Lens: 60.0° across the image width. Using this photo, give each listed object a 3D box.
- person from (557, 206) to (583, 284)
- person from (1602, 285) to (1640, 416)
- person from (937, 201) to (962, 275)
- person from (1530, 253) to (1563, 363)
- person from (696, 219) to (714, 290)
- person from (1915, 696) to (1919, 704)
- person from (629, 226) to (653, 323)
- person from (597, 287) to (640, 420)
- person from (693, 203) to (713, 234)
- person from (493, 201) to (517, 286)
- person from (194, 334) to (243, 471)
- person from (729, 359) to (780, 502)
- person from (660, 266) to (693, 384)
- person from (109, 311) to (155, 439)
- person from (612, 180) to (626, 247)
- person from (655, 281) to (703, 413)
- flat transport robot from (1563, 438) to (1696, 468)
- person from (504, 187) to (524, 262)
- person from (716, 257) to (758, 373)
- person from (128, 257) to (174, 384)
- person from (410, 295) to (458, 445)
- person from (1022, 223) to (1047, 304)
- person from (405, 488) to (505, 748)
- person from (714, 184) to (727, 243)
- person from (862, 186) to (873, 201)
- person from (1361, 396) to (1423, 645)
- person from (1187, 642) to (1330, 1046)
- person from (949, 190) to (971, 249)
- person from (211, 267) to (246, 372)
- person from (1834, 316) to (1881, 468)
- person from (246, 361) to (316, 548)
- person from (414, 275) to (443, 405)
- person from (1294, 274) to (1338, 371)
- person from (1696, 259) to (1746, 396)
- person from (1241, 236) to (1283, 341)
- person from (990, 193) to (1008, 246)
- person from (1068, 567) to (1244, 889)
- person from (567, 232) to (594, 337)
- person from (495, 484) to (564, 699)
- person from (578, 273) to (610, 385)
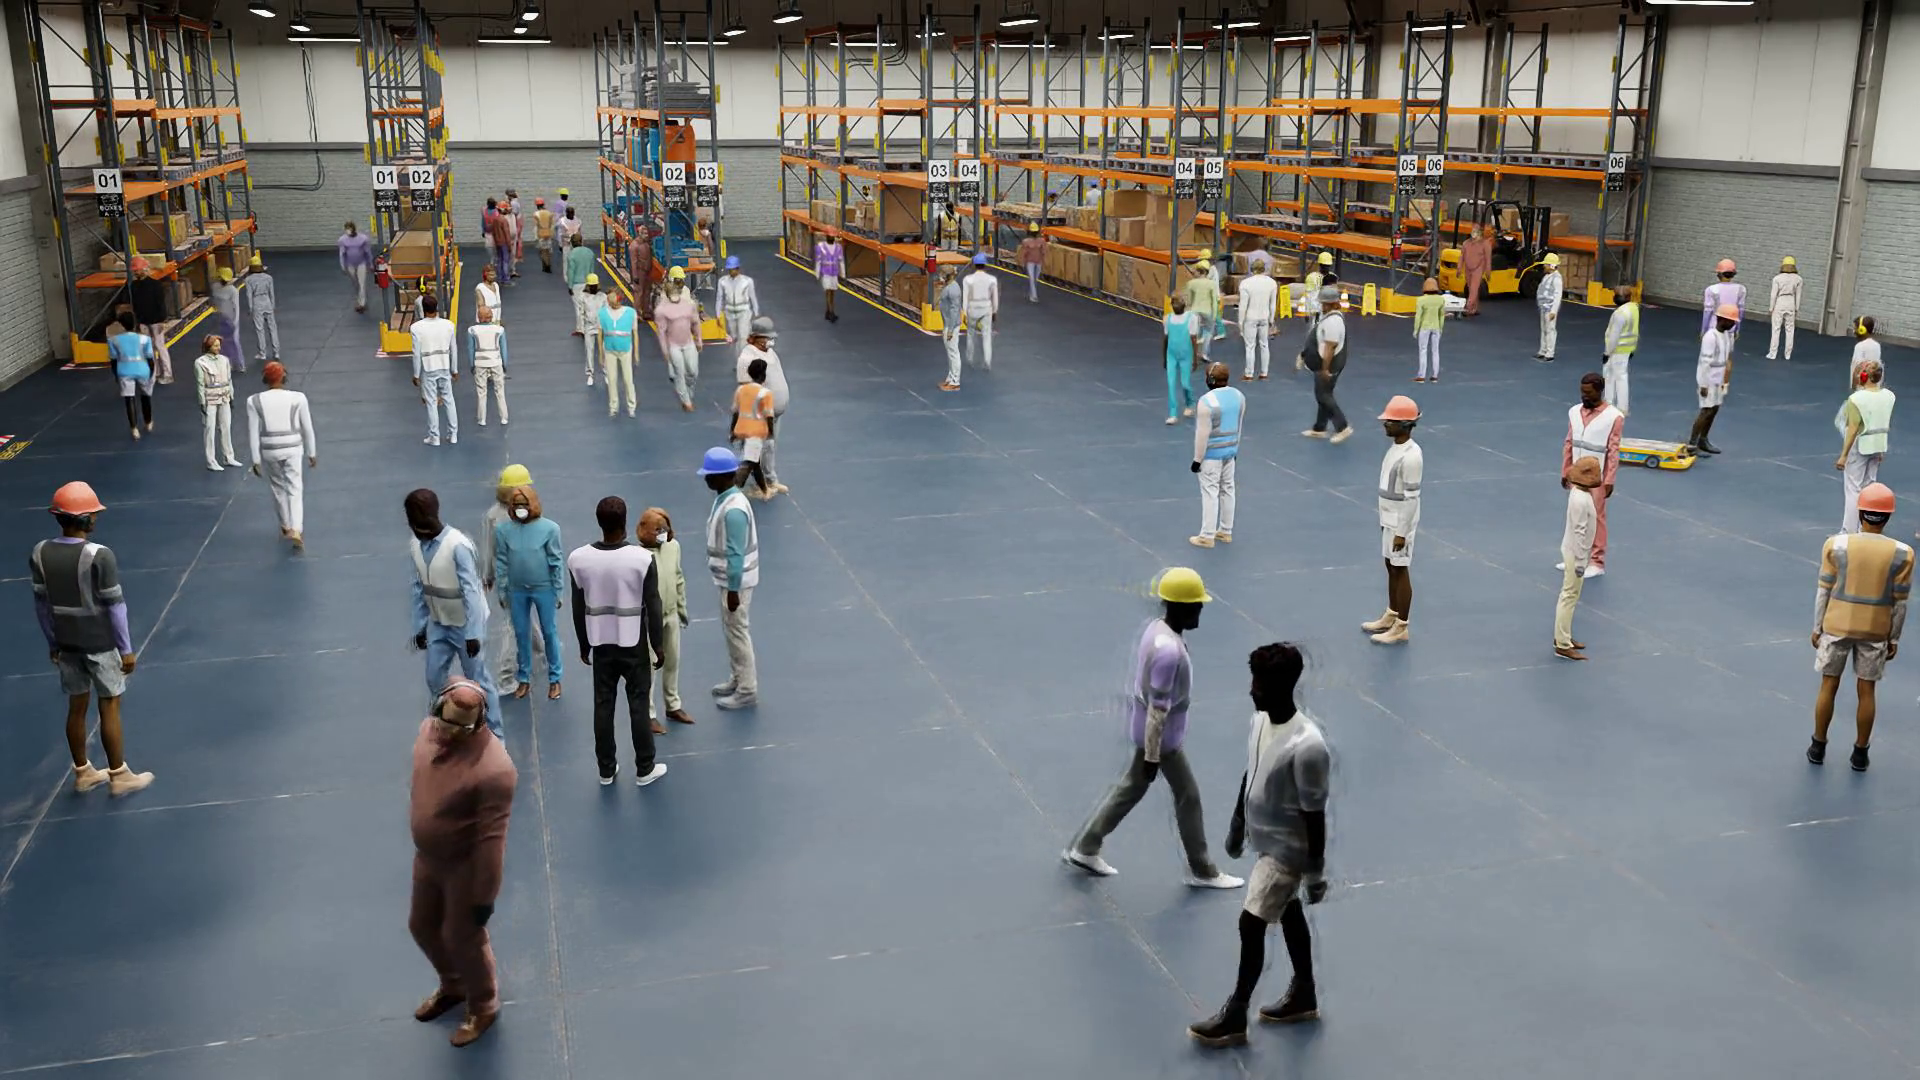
[{"bbox_3d":[-9.345,-7.089,40.000,0.634,1.839,0.429,-9,18,-32],"label":"person"},{"bbox_3d":[9.172,-2.667,23.370,0.675,1.822,0.643,11,18,35],"label":"person"},{"bbox_3d":[-0.262,-7.623,42.003,0.627,1.844,0.429,-1,15,-5],"label":"person"},{"bbox_3d":[9.920,-3.910,28.048,0.404,1.834,0.591,0,15,1],"label":"person"},{"bbox_3d":[-5.983,-6.633,38.666,0.516,1.640,0.314,6,16,20],"label":"person"},{"bbox_3d":[7.383,0.352,11.854,0.812,1.919,0.584,9,17,31],"label":"person"},{"bbox_3d":[-6.304,-5.277,33.080,0.400,1.900,0.647,5,16,18],"label":"person"},{"bbox_3d":[-4.737,-2.583,23.093,0.600,1.834,0.460,1,15,4],"label":"person"},{"bbox_3d":[-7.039,-8.601,45.552,0.598,1.906,0.445,9,17,29],"label":"person"},{"bbox_3d":[-10.819,-7.024,39.460,0.396,1.990,0.621,-14,20,-42],"label":"person"},{"bbox_3d":[-8.913,-1.648,19.927,0.313,1.634,0.514,6,16,22],"label":"person"},{"bbox_3d":[-2.238,-1.130,17.942,0.567,1.649,0.906,13,19,40],"label":"person"},{"bbox_3d":[-4.391,-3.363,25.989,0.404,1.831,0.600,10,18,32],"label":"person"},{"bbox_3d":[-10.853,-2.172,21.857,0.537,1.656,0.882,-7,16,-24],"label":"person"},{"bbox_3d":[-10.251,-9.836,50.052,0.609,1.988,0.392,14,20,42],"label":"person"},{"bbox_3d":[-3.944,-2.720,23.447,0.695,1.892,0.436,-8,17,-29],"label":"person"},{"bbox_3d":[8.242,-1.100,20.467,1.431,0.197,0.652,9,17,30],"label":"flat transport robot"},{"bbox_3d":[-12.156,-8.591,45.264,0.540,2.000,0.684,-3,15,-10],"label":"person"},{"bbox_3d":[-3.611,-3.605,26.782,0.641,1.888,0.993,2,15,9],"label":"person"},{"bbox_3d":[-12.635,-3.410,25.882,0.638,1.980,0.428,5,16,17],"label":"person"},{"bbox_3d":[-6.734,-2.177,21.362,0.596,1.916,0.374,-13,19,-39],"label":"person"},{"bbox_3d":[1.609,-6.052,36.306,0.520,1.729,0.850,-5,16,-17],"label":"person"},{"bbox_3d":[-3.347,0.568,11.120,0.647,1.875,0.430,10,18,33],"label":"person"},{"bbox_3d":[-7.415,-10.056,51.176,0.404,1.830,0.602,-10,18,-32],"label":"person"},{"bbox_3d":[-2.731,-9.535,49.177,0.329,1.861,0.507,-9,17,-30],"label":"person"},{"bbox_3d":[3.536,-0.159,13.528,0.378,2.045,0.605,1,15,2],"label":"person"},{"bbox_3d":[1.375,1.423,7.788,0.847,1.923,0.637,-3,15,-10],"label":"person"},{"bbox_3d":[-0.024,-9.505,49.233,0.968,1.777,0.646,-4,15,-13],"label":"person"},{"bbox_3d":[-11.964,-3.581,27.032,0.674,1.720,0.334,6,16,21],"label":"person"},{"bbox_3d":[10.745,-1.755,19.910,0.562,1.846,0.386,-10,18,-33],"label":"person"},{"bbox_3d":[-6.721,-0.847,16.515,0.590,1.851,0.936,-5,16,-19],"label":"person"},{"bbox_3d":[-7.758,-2.916,24.234,0.335,1.873,0.520,-3,15,-13],"label":"person"},{"bbox_3d":[5.707,-3.410,26.470,0.554,1.665,0.674,-13,20,-41],"label":"person"},{"bbox_3d":[11.346,-3.161,24.820,0.607,2.048,0.365,-1,15,-3],"label":"person"},{"bbox_3d":[5.579,-4.631,30.640,0.958,1.890,0.643,-10,18,-34],"label":"person"},{"bbox_3d":[1.223,-9.720,50.360,0.806,1.594,0.489,-13,20,-41],"label":"person"},{"bbox_3d":[1.084,1.050,9.309,0.984,1.882,0.602,1,15,3],"label":"person"},{"bbox_3d":[-7.091,-4.776,31.127,0.364,1.933,0.630,11,18,35],"label":"person"},{"bbox_3d":[-3.171,0.379,12.305,0.500,1.628,0.279,1,15,2],"label":"person"},{"bbox_3d":[-5.657,-3.269,25.825,0.485,1.736,0.321,-4,15,-15],"label":"person"}]
